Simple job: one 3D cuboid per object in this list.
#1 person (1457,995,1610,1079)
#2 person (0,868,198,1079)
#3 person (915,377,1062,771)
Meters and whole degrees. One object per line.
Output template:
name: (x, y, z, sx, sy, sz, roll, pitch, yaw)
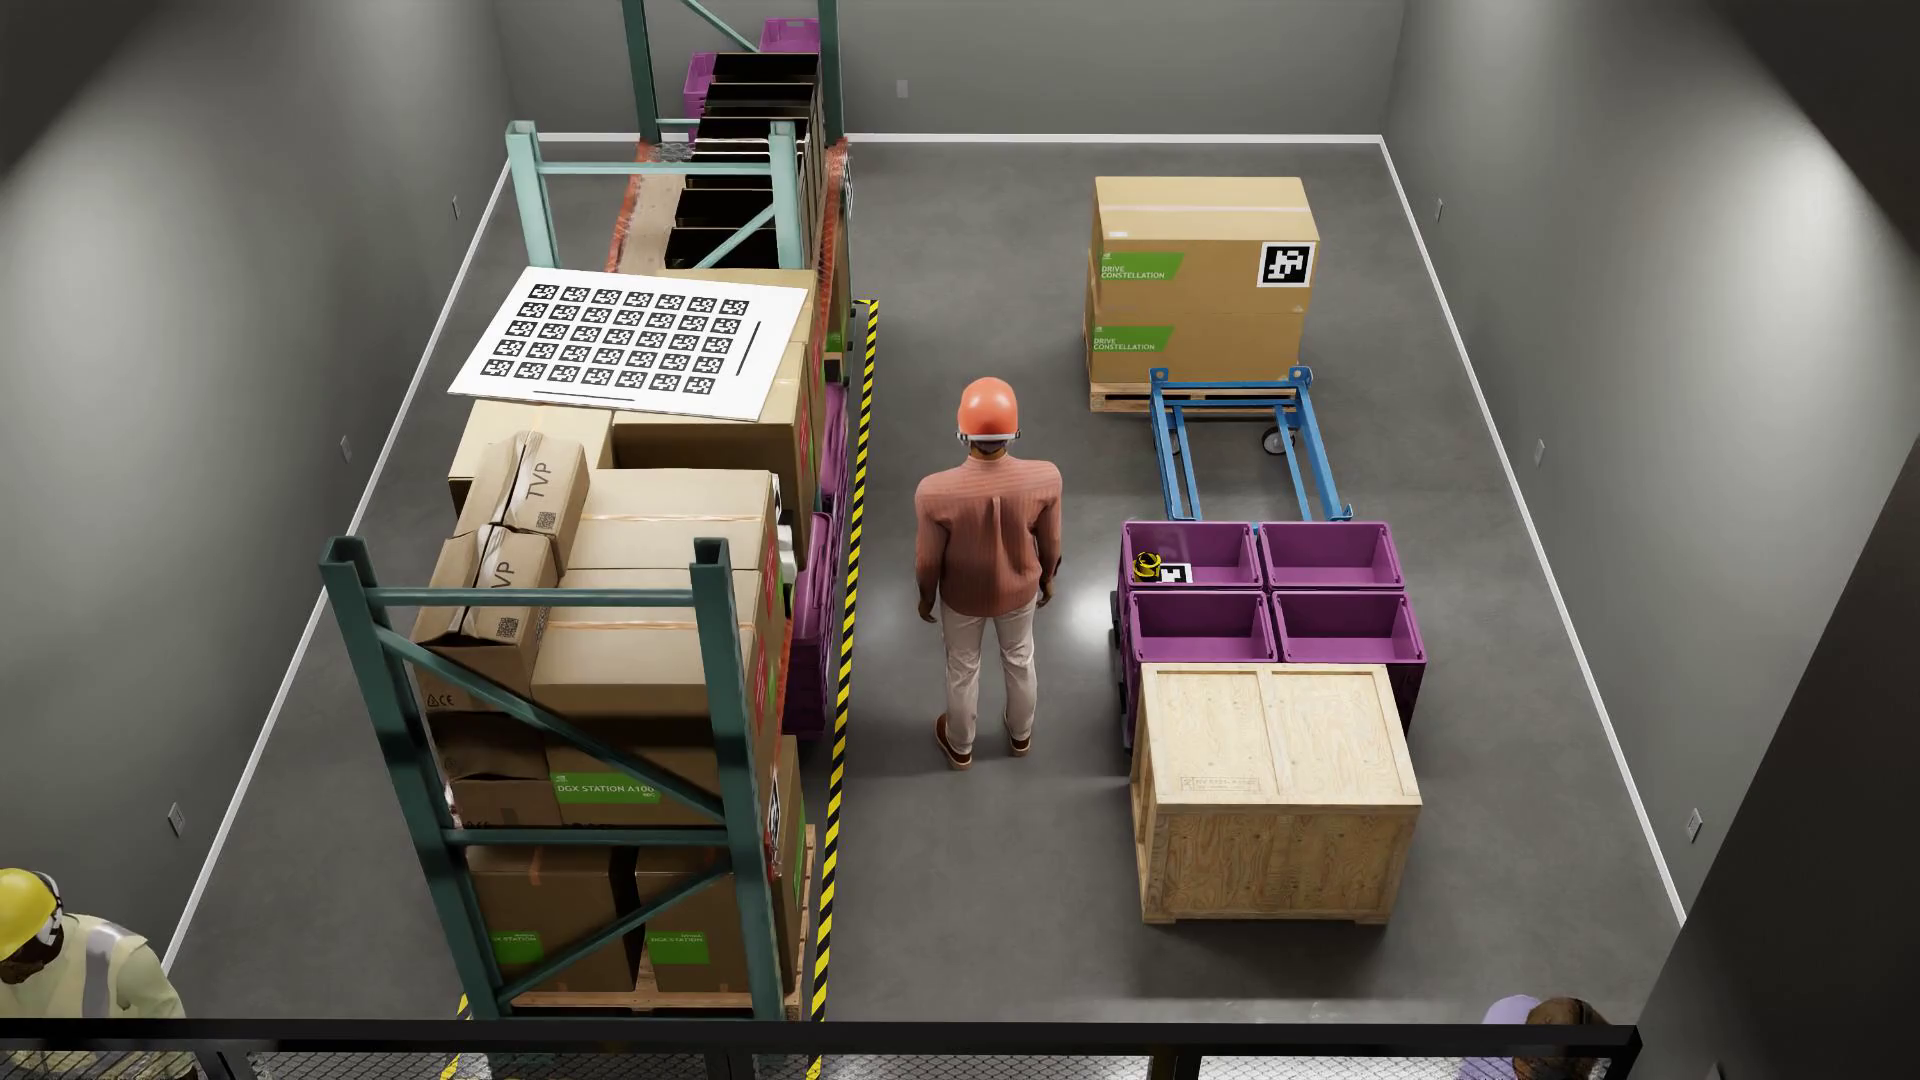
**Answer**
person: (1.537, 1.933, 4.915, 0.372, 1.932, 0.629, 12, 43, 13)
person: (-2.740, 1.649, 5.311, 0.591, 1.834, 0.404, 2, 41, 3)
person: (0.112, 0.174, 6.874, 0.611, 1.995, 0.380, -10, 42, -11)
